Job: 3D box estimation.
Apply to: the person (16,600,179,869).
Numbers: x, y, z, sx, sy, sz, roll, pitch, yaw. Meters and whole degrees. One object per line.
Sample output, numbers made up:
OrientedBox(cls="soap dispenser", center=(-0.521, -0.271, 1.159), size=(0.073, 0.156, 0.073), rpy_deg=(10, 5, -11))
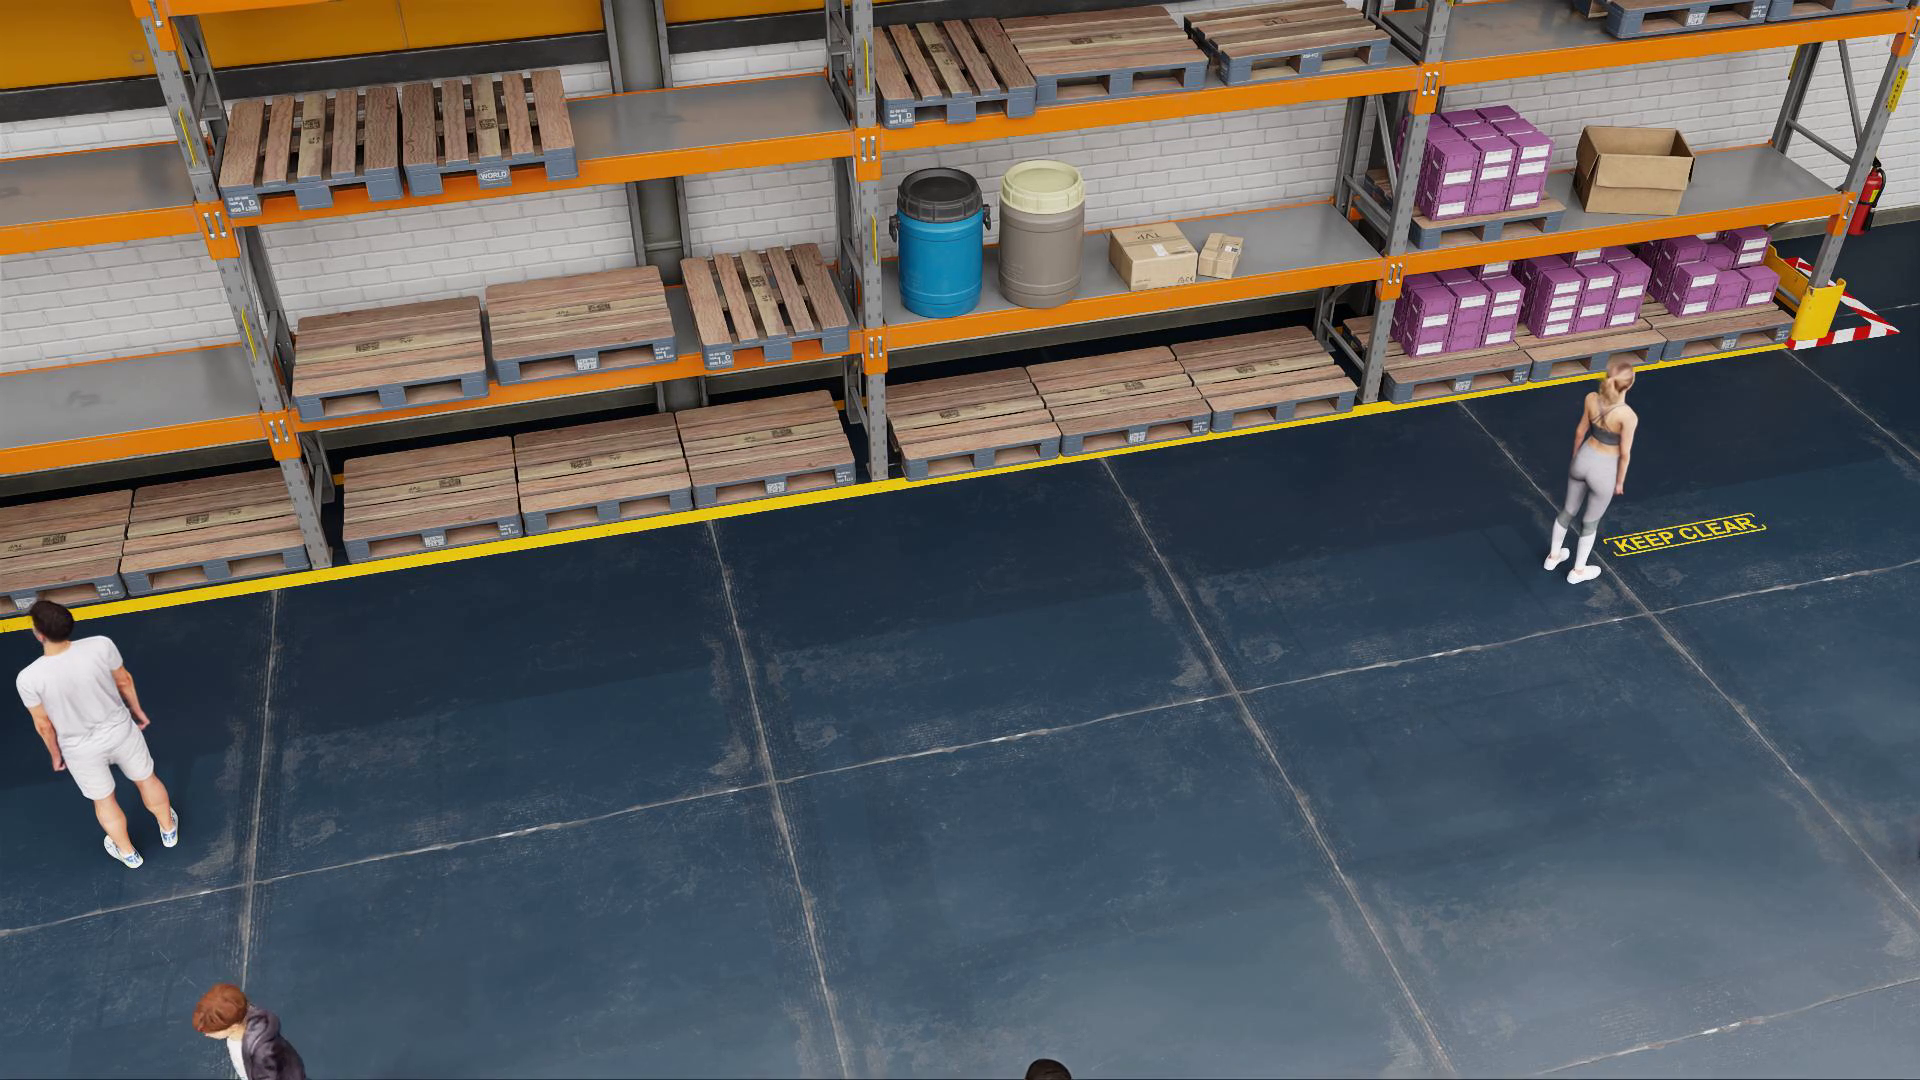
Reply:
OrientedBox(cls="person", center=(-4.711, 1.052, 9.071), size=(0.691, 1.857, 0.827), rpy_deg=(-31, 48, -33))

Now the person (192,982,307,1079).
OrientedBox(cls="person", center=(-3.104, 2.463, 7.649), size=(0.767, 1.428, 0.846), rpy_deg=(23, 44, 26))

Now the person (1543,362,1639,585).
OrientedBox(cls="person", center=(4.224, -0.456, 11.084), size=(0.657, 1.701, 0.638), rpy_deg=(-24, 45, -27))

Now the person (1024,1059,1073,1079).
OrientedBox(cls="person", center=(0.381, 2.746, 7.013), size=(0.675, 1.778, 0.702), rpy_deg=(-29, 47, -31))
